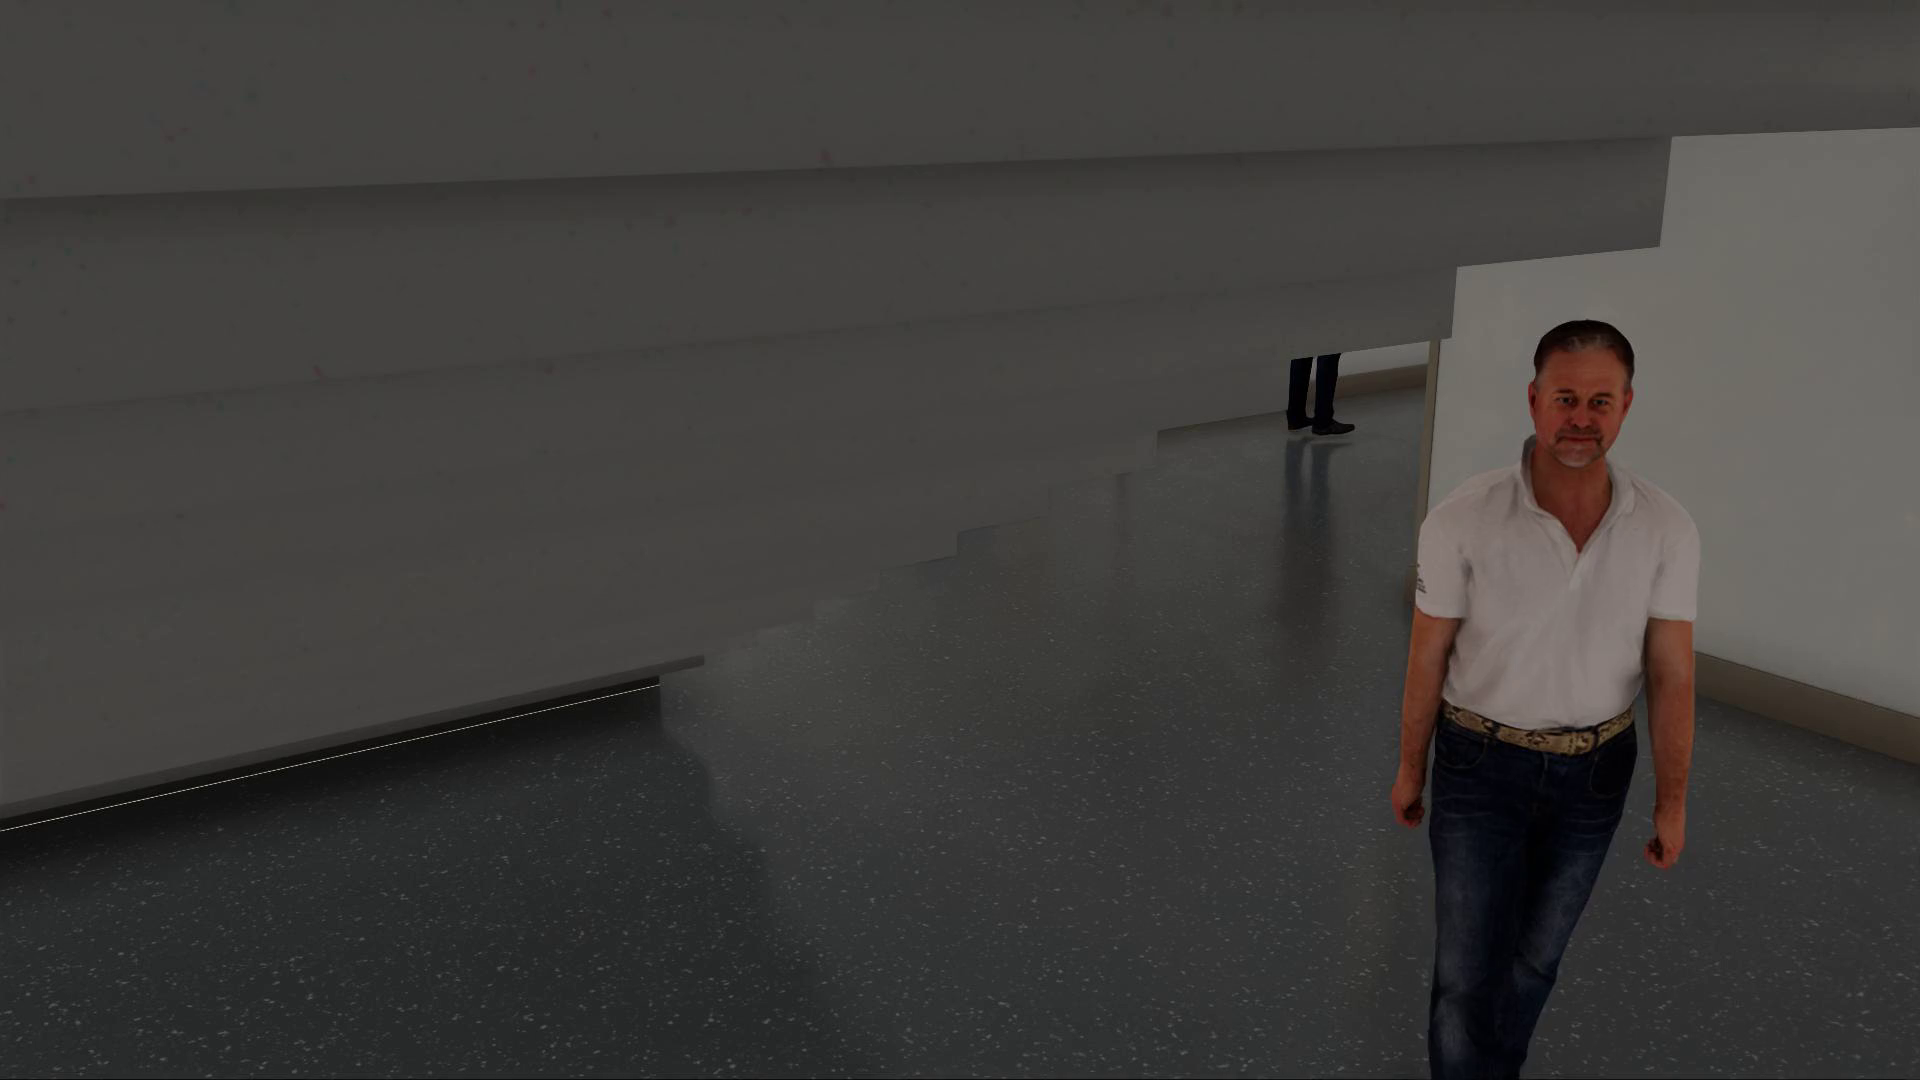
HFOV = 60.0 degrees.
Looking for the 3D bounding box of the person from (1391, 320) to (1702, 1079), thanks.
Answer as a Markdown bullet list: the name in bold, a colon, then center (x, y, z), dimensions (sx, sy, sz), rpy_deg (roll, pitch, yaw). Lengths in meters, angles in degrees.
- **person**: center (1.163, 0.454, 3.398), dimensions (1.101, 1.826, 1.141), rpy_deg (4, 16, 12)
